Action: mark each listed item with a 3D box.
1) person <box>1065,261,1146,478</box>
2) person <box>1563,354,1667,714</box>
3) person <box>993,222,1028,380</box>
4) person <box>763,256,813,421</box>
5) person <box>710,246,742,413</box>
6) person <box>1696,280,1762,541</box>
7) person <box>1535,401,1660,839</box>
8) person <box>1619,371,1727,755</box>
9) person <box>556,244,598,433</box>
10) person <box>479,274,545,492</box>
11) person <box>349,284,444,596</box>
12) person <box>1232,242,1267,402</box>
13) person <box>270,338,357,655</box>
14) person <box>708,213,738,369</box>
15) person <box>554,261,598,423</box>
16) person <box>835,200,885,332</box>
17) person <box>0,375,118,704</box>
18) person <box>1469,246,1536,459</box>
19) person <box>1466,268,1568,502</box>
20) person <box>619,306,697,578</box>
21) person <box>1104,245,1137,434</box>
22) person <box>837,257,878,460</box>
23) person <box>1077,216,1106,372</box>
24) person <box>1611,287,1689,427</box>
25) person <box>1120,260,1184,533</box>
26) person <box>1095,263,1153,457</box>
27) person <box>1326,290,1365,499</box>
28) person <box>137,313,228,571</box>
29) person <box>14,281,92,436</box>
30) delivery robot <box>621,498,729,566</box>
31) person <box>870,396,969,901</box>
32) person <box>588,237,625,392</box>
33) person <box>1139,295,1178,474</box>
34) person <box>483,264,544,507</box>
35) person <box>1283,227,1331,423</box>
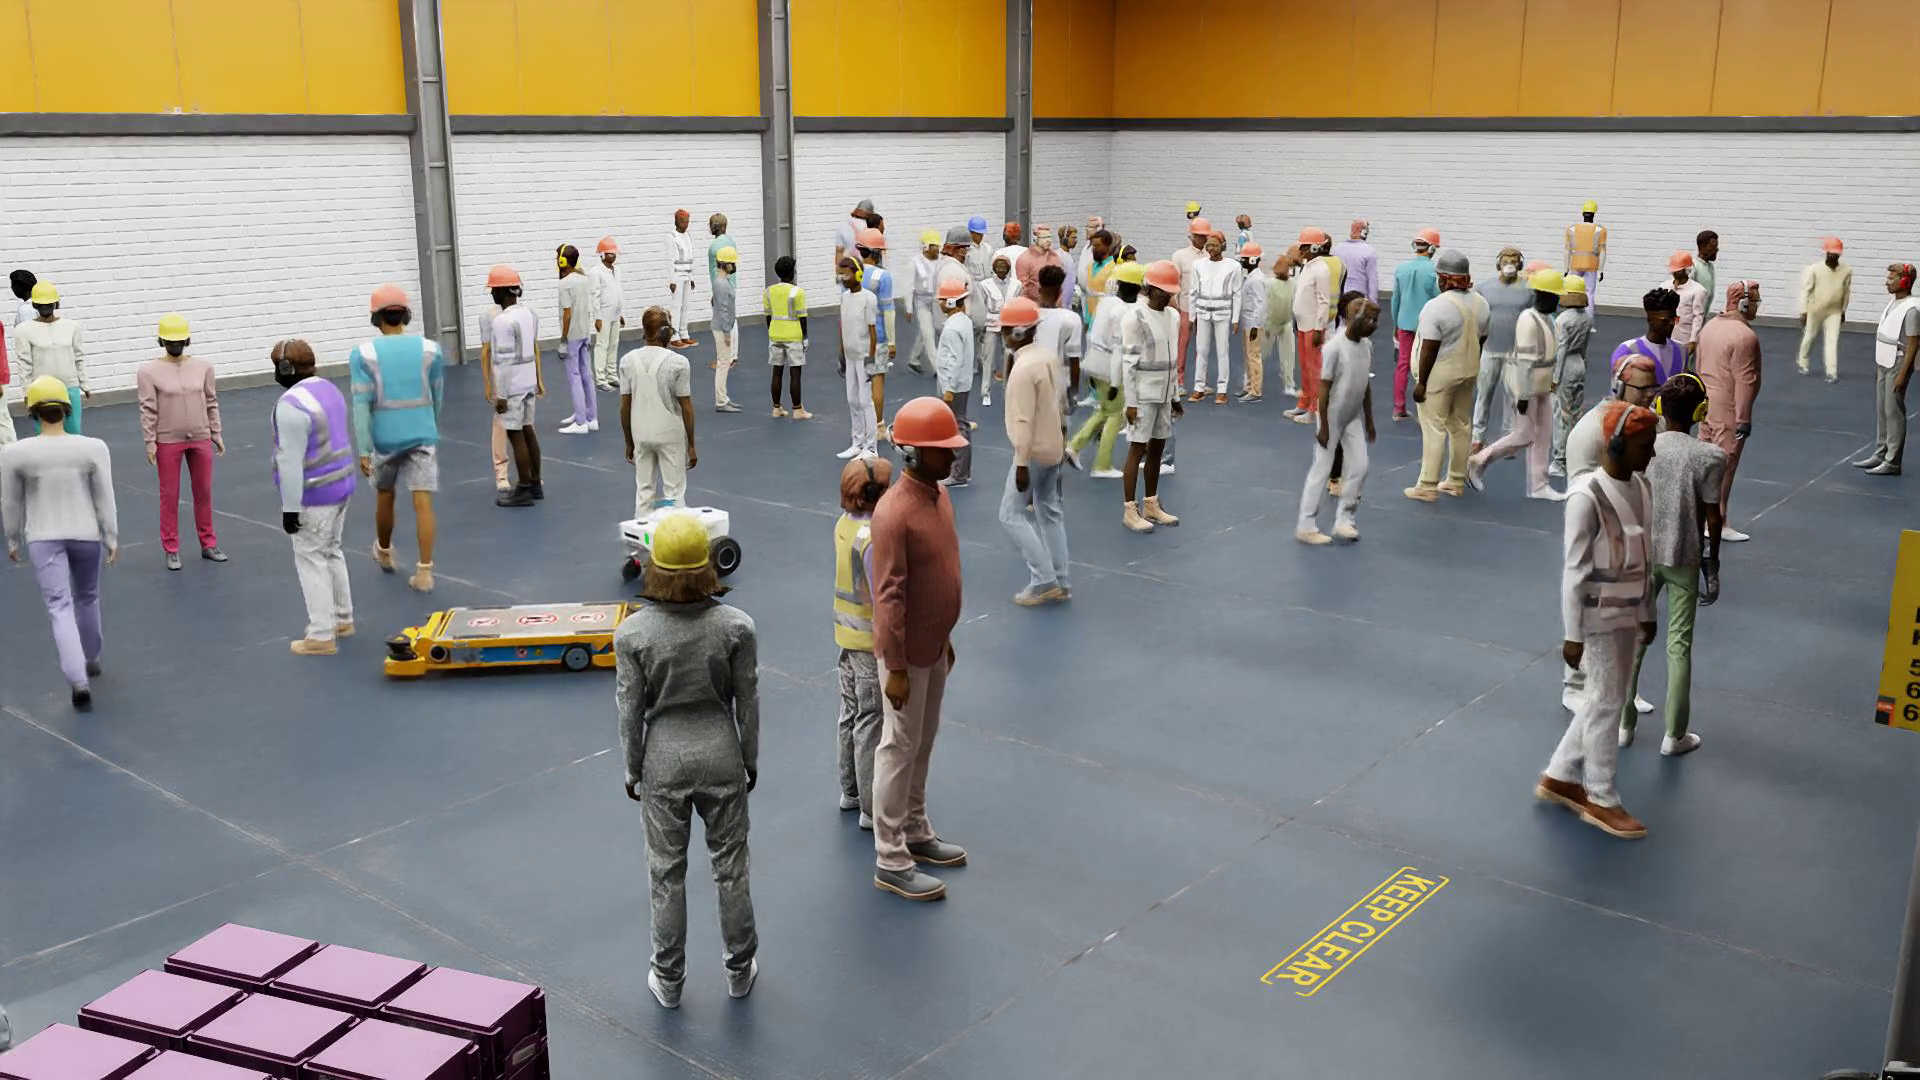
[{"bbox_3d":[1.268,-1.454,14.316,0.654,1.881,0.607,-4,15,-16],"label":"person"},{"bbox_3d":[3.368,-0.009,8.513,0.654,1.895,0.401,-8,16,-29],"label":"person"},{"bbox_3d":[0.630,-2.837,19.831,0.584,1.880,0.337,-9,17,-33],"label":"person"},{"bbox_3d":[-1.778,-2.075,17.166,0.534,1.696,0.318,8,16,30],"label":"person"},{"bbox_3d":[-2.479,-2.232,17.675,0.345,1.758,0.532,-2,14,-8],"label":"person"},{"bbox_3d":[5.673,-0.957,12.270,0.401,1.906,0.650,-1,14,-2],"label":"person"},{"bbox_3d":[2.800,0.336,7.163,0.595,1.879,0.534,-12,19,-40],"label":"person"},{"bbox_3d":[3.420,0.114,8.064,0.520,1.873,0.328,10,17,36],"label":"person"},{"bbox_3d":[-3.821,-1.986,16.460,0.310,1.868,0.533,4,15,16],"label":"person"},{"bbox_3d":[-3.727,-1.328,13.883,0.508,1.842,0.332,-9,17,-33],"label":"person"},{"bbox_3d":[-3.710,-0.685,11.003,0.614,1.991,1.027,-8,16,-28],"label":"person"},{"bbox_3d":[3.193,-2.405,18.365,0.342,1.748,0.573,0,14,0],"label":"person"},{"bbox_3d":[-3.737,-0.256,9.646,0.435,1.827,0.697,0,14,1],"label":"person"},{"bbox_3d":[-2.974,-3.108,20.801,0.356,1.938,0.638,2,14,9],"label":"person"},{"bbox_3d":[-3.896,-2.006,16.797,0.324,1.740,0.492,-9,17,-31],"label":"person"},{"bbox_3d":[-1.419,-3.852,23.567,0.702,2.000,0.887,-1,14,-2],"label":"person"},{"bbox_3d":[-4.779,-0.013,8.870,0.532,1.727,0.888,-9,17,-32],"label":"person"},{"bbox_3d":[4.966,-1.713,15.223,0.634,1.938,0.352,6,15,22],"label":"person"},{"bbox_3d":[4.589,-1.261,13.521,0.767,1.902,0.587,10,17,36],"label":"person"},{"bbox_3d":[-2.013,-0.647,11.173,0.513,1.835,0.345,4,14,14],"label":"person"},{"bbox_3d":[1.583,-1.980,16.466,0.328,1.862,0.501,8,16,29],"label":"person"},{"bbox_3d":[-0.941,-1.631,15.079,0.348,1.857,0.521,-11,18,-38],"label":"person"},{"bbox_3d":[1.647,-3.039,20.579,0.406,1.914,0.636,-6,15,-22],"label":"person"},{"bbox_3d":[4.612,-0.711,11.166,0.603,1.966,0.368,-6,15,-23],"label":"person"},{"bbox_3d":[1.470,-1.081,12.509,0.605,2.033,0.392,-13,19,-43],"label":"person"},{"bbox_3d":[1.599,-1.607,15.086,0.727,1.807,0.596,-1,14,-5],"label":"person"},{"bbox_3d":[3.171,-1.193,13.631,0.319,1.700,0.533,2,14,9],"label":"person"},{"bbox_3d":[-5.338,-0.681,11.457,0.327,1.765,0.531,13,19,43],"label":"person"},{"bbox_3d":[-7.464,-1.252,13.739,0.322,1.765,0.533,13,19,41],"label":"person"},{"bbox_3d":[-1.918,-0.055,11.217,0.707,0.478,0.477,-13,19,-42],"label":"delivery robot"},{"bbox_3d":[-0.151,0.417,6.601,0.395,1.993,0.614,5,15,18],"label":"person"},{"bbox_3d":[-4.023,-2.594,19.118,0.339,1.752,0.564,5,15,21],"label":"person"},{"bbox_3d":[1.753,-1.392,14.555,0.284,1.636,0.498,-2,14,-8],"label":"person"},{"bbox_3d":[-3.582,-1.229,13.297,0.372,1.935,0.551,2,14,7],"label":"person"},{"bbox_3d":[3.581,-2.201,17.062,0.389,1.992,0.625,-1,14,-6],"label":"person"}]
